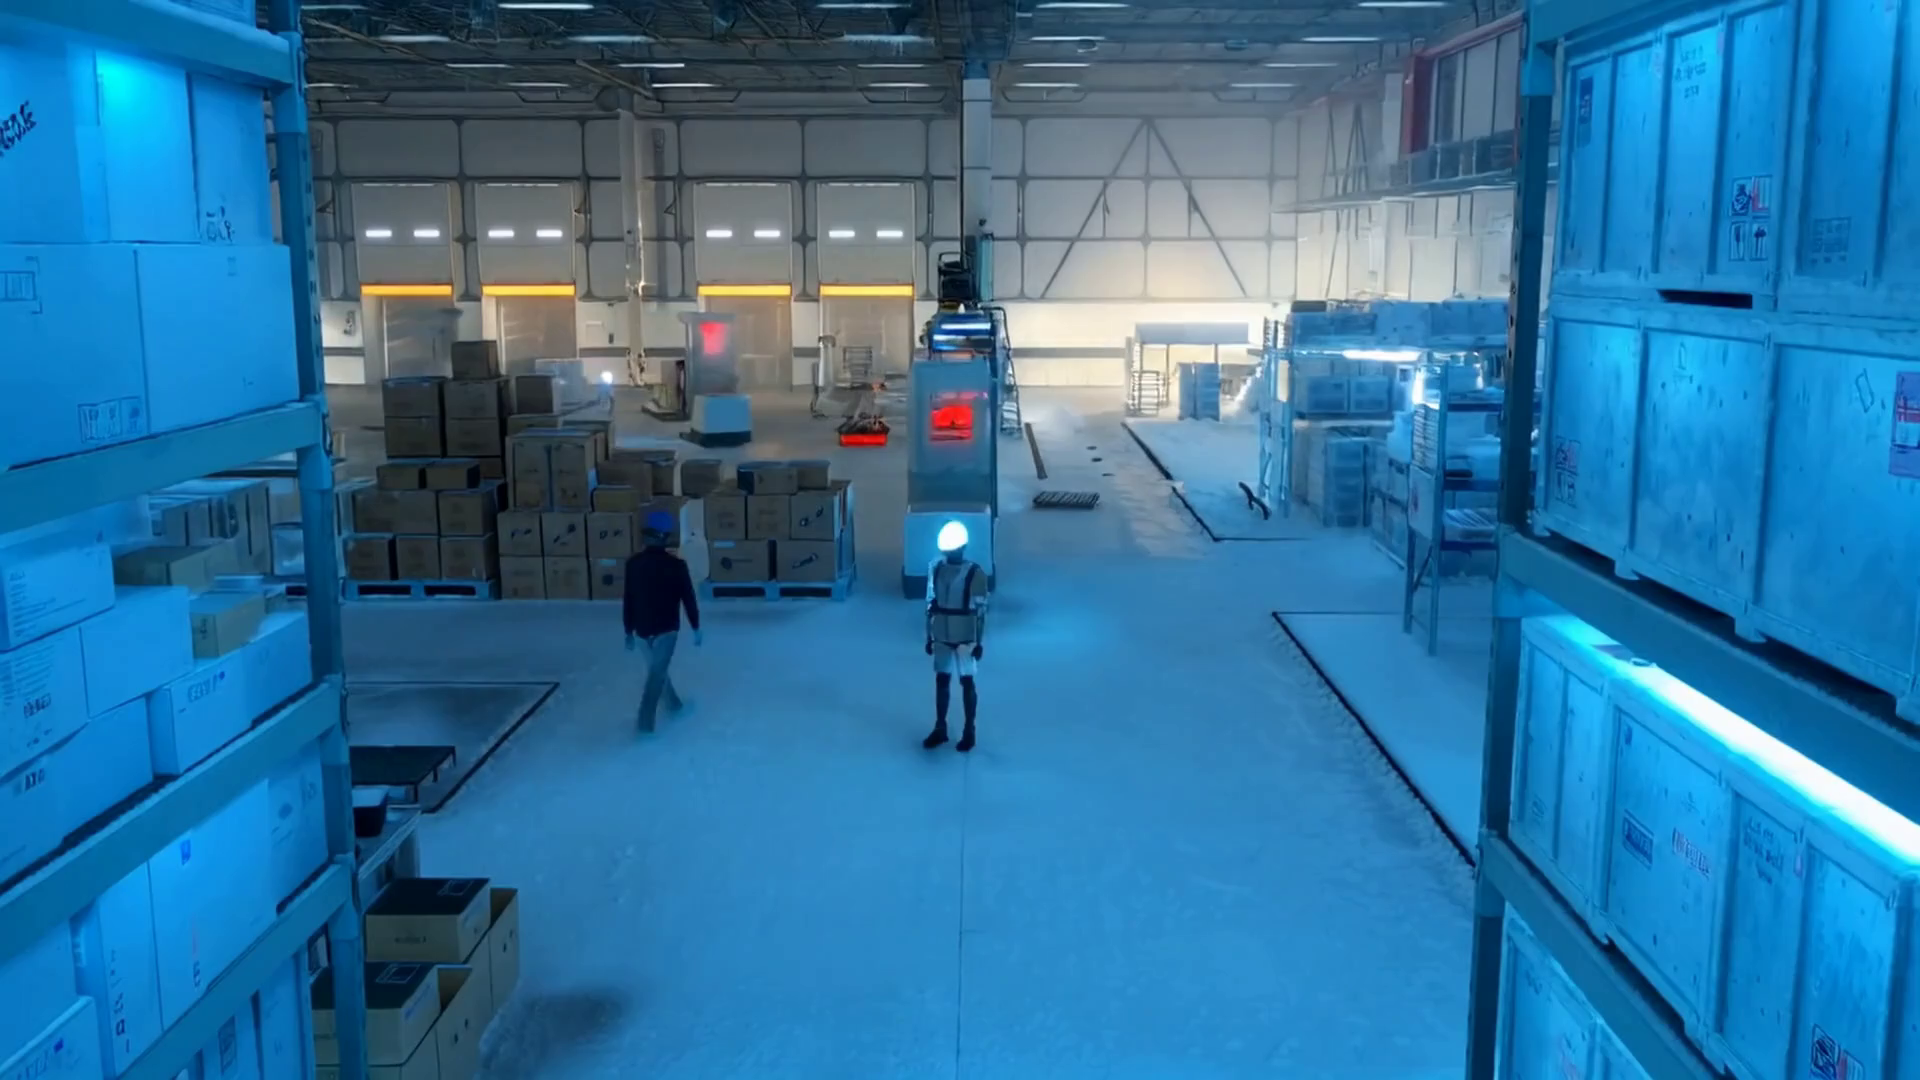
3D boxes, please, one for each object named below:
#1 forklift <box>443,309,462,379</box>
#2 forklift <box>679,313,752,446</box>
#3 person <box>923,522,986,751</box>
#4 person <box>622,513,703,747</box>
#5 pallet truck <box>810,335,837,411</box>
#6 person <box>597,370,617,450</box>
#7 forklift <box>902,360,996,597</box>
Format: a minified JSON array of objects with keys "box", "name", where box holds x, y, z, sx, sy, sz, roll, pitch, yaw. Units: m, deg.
[{"box":[-11.663,-3.918,38.306,1.873,2.768,1.129,-3,10,-17],"name":"forklift"},{"box":[-5.311,-3.521,36.017,1.129,2.768,1.873,-5,11,-25],"name":"forklift"},{"box":[-0.055,0.797,13.835,0.543,1.934,0.368,5,11,25],"name":"person"},{"box":[-2.531,0.731,14.208,0.645,1.934,1.047,5,11,25],"name":"person"},{"box":[-3.021,-4.312,43.126,1.885,1.965,0.823,3,10,17],"name":"pallet truck"},{"box":[-7.413,-2.702,34.737,0.421,1.688,0.536,-8,13,-38],"name":"person"},{"box":[-0.129,-0.810,20.374,1.129,2.768,1.873,0,10,1],"name":"forklift"}]
